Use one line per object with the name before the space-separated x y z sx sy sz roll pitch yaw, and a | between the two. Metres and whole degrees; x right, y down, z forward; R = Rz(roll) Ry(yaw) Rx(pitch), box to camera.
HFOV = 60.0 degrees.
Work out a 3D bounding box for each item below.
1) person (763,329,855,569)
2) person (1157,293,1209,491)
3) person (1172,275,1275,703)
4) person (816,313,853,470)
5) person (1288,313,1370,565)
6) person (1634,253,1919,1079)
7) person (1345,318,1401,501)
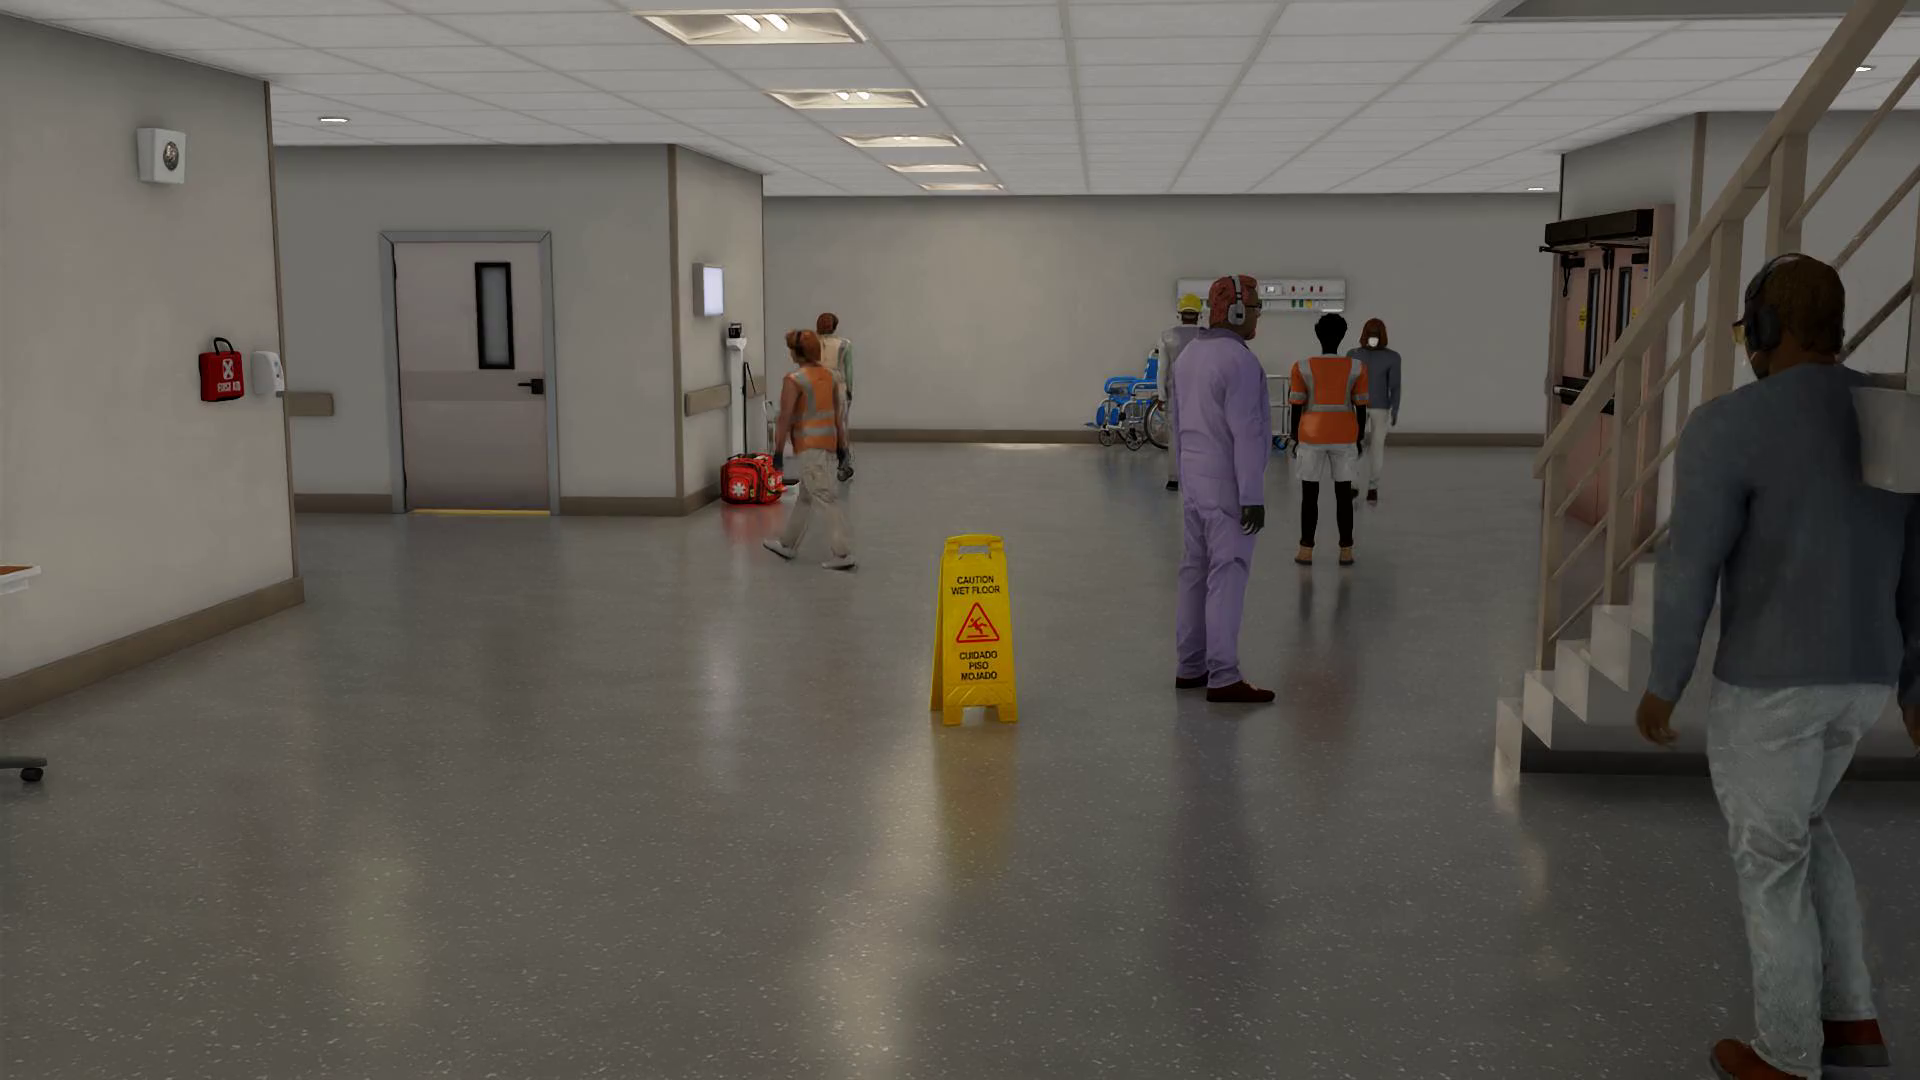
person | -1.024 -0.607 11.133 0.886 1.584 0.521 5 10 31
person | 2.123 -1.364 15.437 0.601 1.831 0.404 1 8 4
person | 1.205 -0.232 7.496 0.401 1.906 0.650 -3 9 -19
person | -1.356 -1.518 17.152 0.514 1.636 0.315 -1 8 -4
person | 2.468 -0.669 11.174 0.541 1.696 0.315 1 8 4
person | 1.868 0.323 3.731 0.634 1.910 0.476 -3 9 -19
person | 3.567 -1.122 14.520 0.525 1.607 0.633 4 9 24
